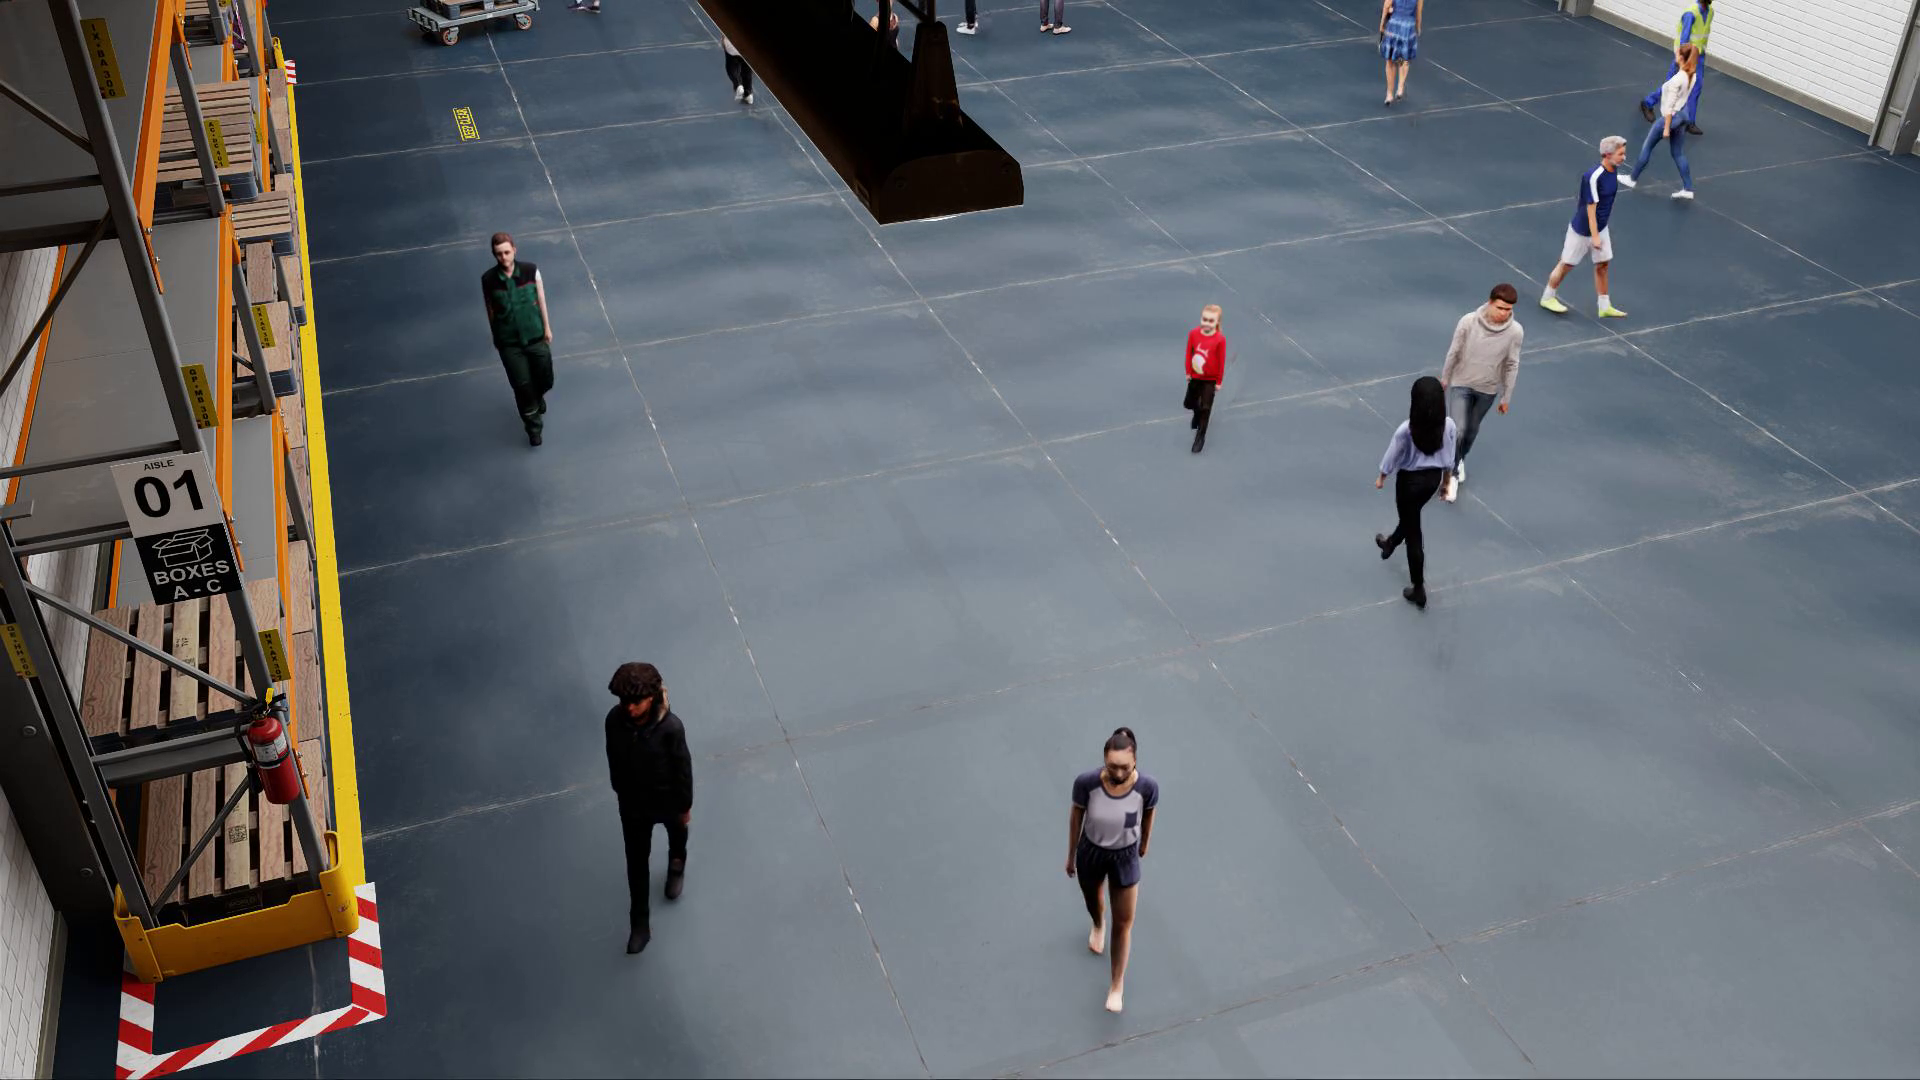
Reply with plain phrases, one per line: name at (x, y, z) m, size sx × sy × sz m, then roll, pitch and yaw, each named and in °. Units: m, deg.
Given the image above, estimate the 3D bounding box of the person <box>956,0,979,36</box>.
person at (0.207, -7.970, 23.229) m, size 0.920 × 1.807 × 0.821 m, roll 11°, pitch 35°, yaw 17°

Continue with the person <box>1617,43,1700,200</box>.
person at (7.852, -4.513, 18.150) m, size 0.856 × 1.673 × 1.219 m, roll -22°, pitch 40°, yaw -30°

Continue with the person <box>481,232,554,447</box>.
person at (-3.635, -1.709, 13.790) m, size 0.663 × 1.829 × 0.924 m, roll -13°, pitch 36°, yaw -18°

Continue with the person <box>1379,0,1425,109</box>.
person at (5.481, -6.245, 20.644) m, size 0.790 × 1.797 × 0.809 m, roll 1°, pitch 34°, yaw 1°

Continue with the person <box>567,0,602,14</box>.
person at (-5.410, -8.529, 24.119) m, size 0.909 × 1.754 × 0.848 m, roll 16°, pitch 37°, yaw 22°

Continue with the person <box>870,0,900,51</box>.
person at (-0.899, -5.829, 20.128) m, size 0.665 × 1.675 × 0.680 m, roll -28°, pitch 43°, yaw -36°

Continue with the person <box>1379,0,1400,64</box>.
person at (5.880, -7.205, 22.324) m, size 0.618 × 1.535 × 0.714 m, roll -4°, pitch 34°, yaw -6°

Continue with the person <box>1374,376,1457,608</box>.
person at (3.270, -0.296, 11.772) m, size 0.691 × 1.709 × 1.054 m, roll -10°, pitch 35°, yaw -14°

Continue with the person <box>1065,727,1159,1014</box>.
person at (0.790, 1.647, 8.928) m, size 0.902 × 1.622 × 1.060 m, roll 6°, pitch 34°, yaw 9°

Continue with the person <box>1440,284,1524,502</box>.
person at (4.059, -1.253, 13.119) m, size 0.965 × 1.813 × 1.085 m, roll 7°, pitch 34°, yaw 10°

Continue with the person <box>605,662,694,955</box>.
person at (-1.689, 1.356, 9.266) m, size 0.925 × 1.733 × 1.171 m, roll 2°, pitch 34°, yaw 3°

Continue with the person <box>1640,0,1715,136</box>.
person at (8.715, -5.837, 20.036) m, size 0.771 × 1.790 × 1.178 m, roll -16°, pitch 37°, yaw -23°

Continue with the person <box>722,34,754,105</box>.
person at (-2.749, -6.266, 20.785) m, size 0.650 × 1.675 × 0.650 m, roll -12°, pitch 36°, yaw -18°

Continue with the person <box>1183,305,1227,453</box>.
person at (2.044, -1.376, 13.794) m, size 0.718 × 1.270 × 0.778 m, roll 15°, pitch 36°, yaw 21°

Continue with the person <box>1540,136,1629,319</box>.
person at (5.855, -2.961, 15.701) m, size 0.895 × 1.799 × 1.138 m, roll -25°, pitch 41°, yaw -33°

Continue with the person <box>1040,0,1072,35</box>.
person at (1.329, -8.063, 23.355) m, size 0.715 × 1.822 × 0.840 m, roll 24°, pitch 41°, yaw 32°
